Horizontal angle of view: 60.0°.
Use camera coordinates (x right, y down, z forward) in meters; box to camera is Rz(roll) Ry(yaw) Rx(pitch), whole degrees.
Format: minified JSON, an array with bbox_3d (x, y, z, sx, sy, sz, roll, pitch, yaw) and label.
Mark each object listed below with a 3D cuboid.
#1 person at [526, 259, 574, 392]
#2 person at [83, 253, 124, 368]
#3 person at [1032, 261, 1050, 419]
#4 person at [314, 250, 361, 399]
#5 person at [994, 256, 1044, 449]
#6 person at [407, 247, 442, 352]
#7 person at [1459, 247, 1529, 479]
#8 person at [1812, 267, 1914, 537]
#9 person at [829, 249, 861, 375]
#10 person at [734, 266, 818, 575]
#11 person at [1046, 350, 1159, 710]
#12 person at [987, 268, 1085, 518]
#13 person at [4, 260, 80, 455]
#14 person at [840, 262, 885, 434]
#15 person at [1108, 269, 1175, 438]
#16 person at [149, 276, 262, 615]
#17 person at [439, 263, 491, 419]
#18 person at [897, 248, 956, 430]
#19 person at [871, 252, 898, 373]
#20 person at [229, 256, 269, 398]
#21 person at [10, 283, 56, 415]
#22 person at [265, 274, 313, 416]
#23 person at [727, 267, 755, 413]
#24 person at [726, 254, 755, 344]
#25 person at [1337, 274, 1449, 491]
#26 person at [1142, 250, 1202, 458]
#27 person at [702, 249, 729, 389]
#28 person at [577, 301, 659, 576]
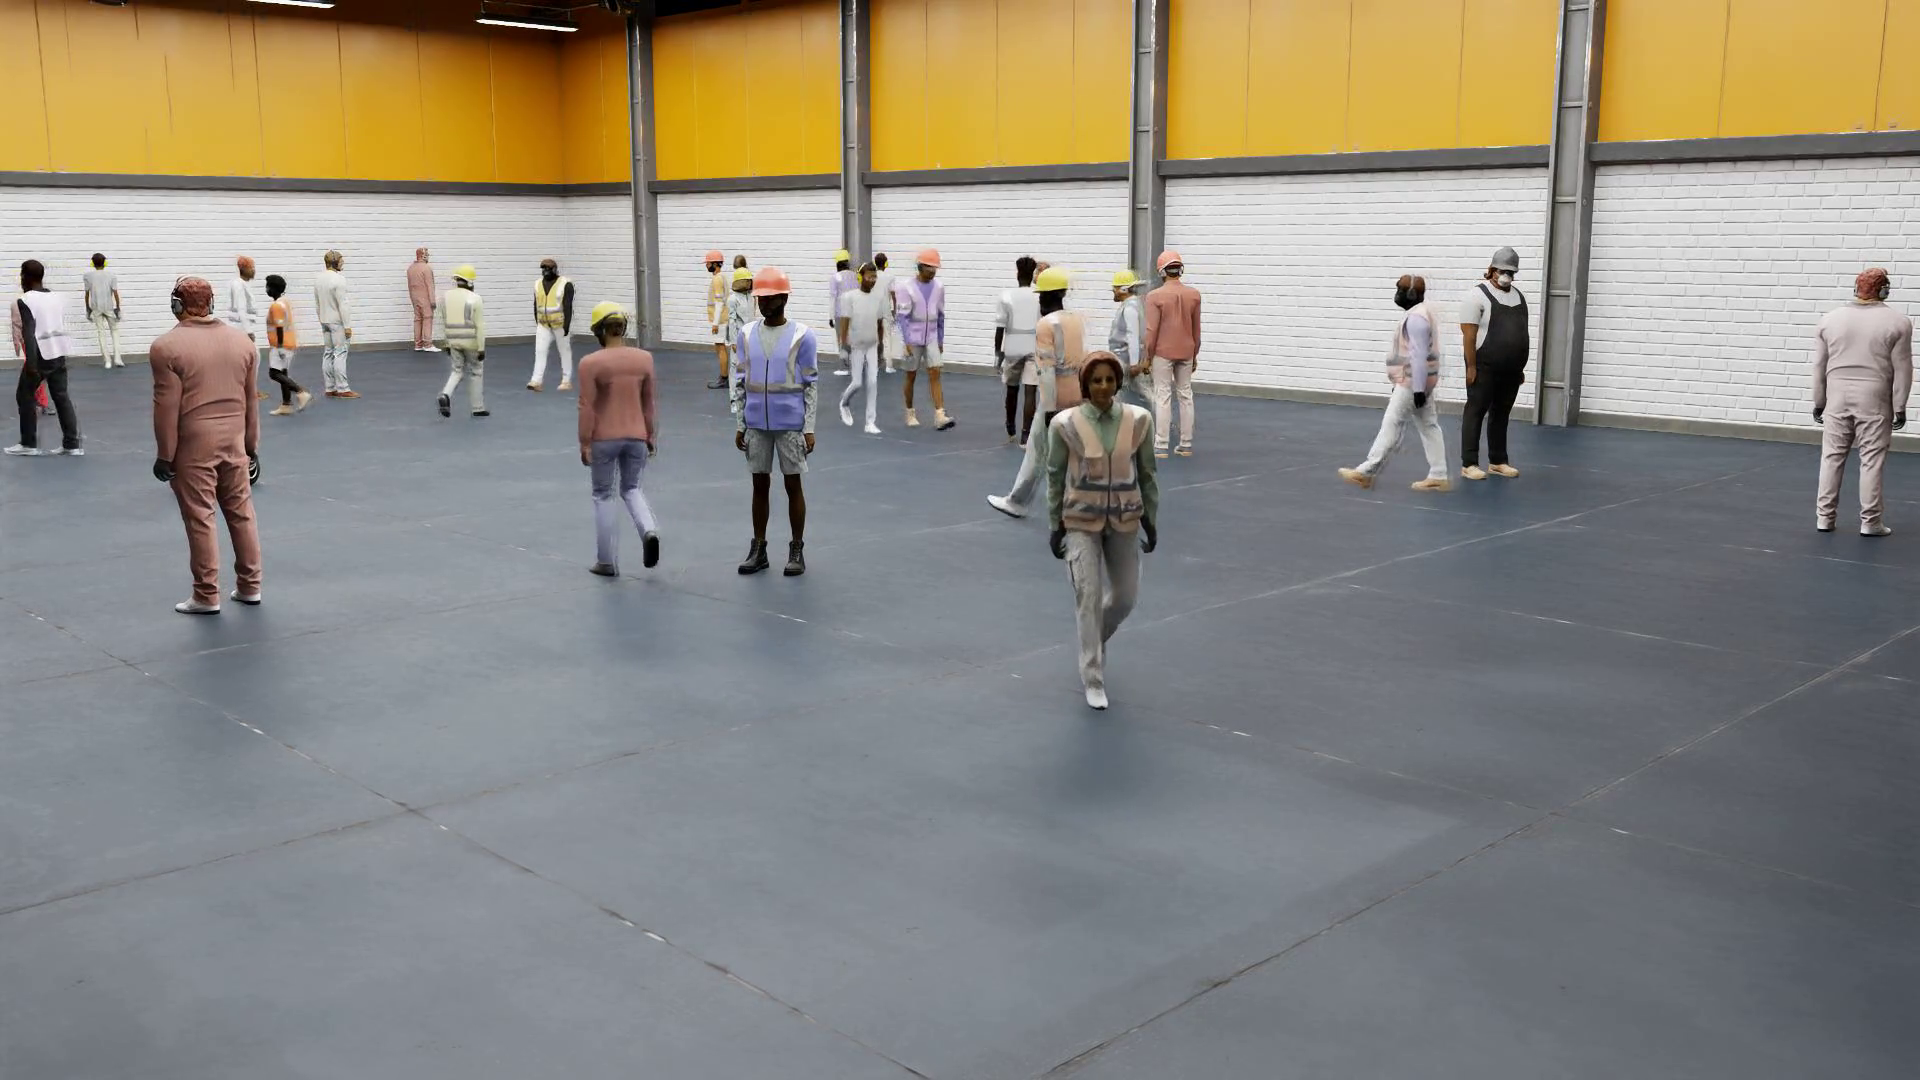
[{"bbox_3d":[-5.603,-2.917,22.707,0.628,1.807,0.894,2,11,13],"label":"person"},{"bbox_3d":[-13.847,-3.703,26.859,0.507,1.847,0.676,-5,12,-26],"label":"person"},{"bbox_3d":[0.964,-2.303,19.245,0.448,1.832,0.582,-1,10,-5],"label":"person"},{"bbox_3d":[-8.145,-2.803,21.703,0.638,1.938,0.356,8,13,38],"label":"person"},{"bbox_3d":[0.652,-1.907,16.890,0.598,1.904,1.028,1,10,3],"label":"person"},{"bbox_3d":[-9.827,-4.404,30.527,0.652,1.906,0.403,8,13,36],"label":"person"},{"bbox_3d":[4.739,-1.554,14.615,0.674,2.000,0.537,-5,11,-25],"label":"person"},{"bbox_3d":[6.426,-0.981,11.862,0.400,1.907,0.644,-10,14,-43],"label":"person"},{"bbox_3d":[-1.764,-3.452,25.296,0.420,1.916,0.606,10,14,44],"label":"person"},{"bbox_3d":[-1.163,-0.738,10.448,0.543,1.939,0.360,2,11,13],"label":"person"},{"bbox_3d":[0.638,-0.072,7.669,0.524,1.619,0.588,-2,11,-10],"label":"person"},{"bbox_3d":[0.662,-1.061,12.354,0.955,1.878,0.612,8,13,36],"label":"person"},{"bbox_3d":[-8.971,-1.753,16.111,0.806,1.888,0.611,2,11,9],"label":"person"},{"bbox_3d":[-1.089,-2.087,18.043,0.557,1.849,0.644,-6,12,-29],"label":"person"},{"bbox_3d":[1.815,-1.940,17.422,0.923,1.788,0.596,2,11,10],"label":"person"},{"bbox_3d":[-4.284,-0.535,9.429,0.402,1.906,0.652,6,12,30],"label":"person"},{"bbox_3d":[-5.745,-2.280,19.208,0.601,1.811,0.661,4,11,19],"label":"person"},{"bbox_3d":[-0.371,-2.184,18.200,0.636,1.977,1.013,-5,12,-27],"label":"person"},{"bbox_3d":[-1.222,-3.520,25.817,0.532,1.866,0.314,2,11,11],"label":"person"},{"bbox_3d":[-9.311,-2.766,21.706,0.450,1.852,0.582,-2,11,-9],"label":"person"},{"bbox_3d":[-11.118,-2.380,19.992,0.868,1.722,0.522,7,13,35],"label":"person"},{"bbox_3d":[-7.950,-2.289,19.606,0.438,1.681,0.540,-2,11,-11],"label":"person"},{"bbox_3d":[-2.606,-2.405,20.063,0.286,1.746,0.489,5,12,26],"label":"person"},{"bbox_3d":[-3.409,-3.504,25.802,0.548,1.836,0.388,-10,14,-43],"label":"person"},{"bbox_3d":[3.663,-1.301,13.880,0.967,1.798,0.662,4,11,20],"label":"person"},{"bbox_3d":[2.029,-1.781,16.008,0.608,1.985,0.394,-4,11,-23],"label":"person"},{"bbox_3d":[-3.402,-3.081,23.229,0.374,1.933,0.550,-1,10,-4],"label":"person"},{"bbox_3d":[-2.127,-0.626,10.415,0.549,1.723,0.520,-8,13,-37],"label":"person"}]
